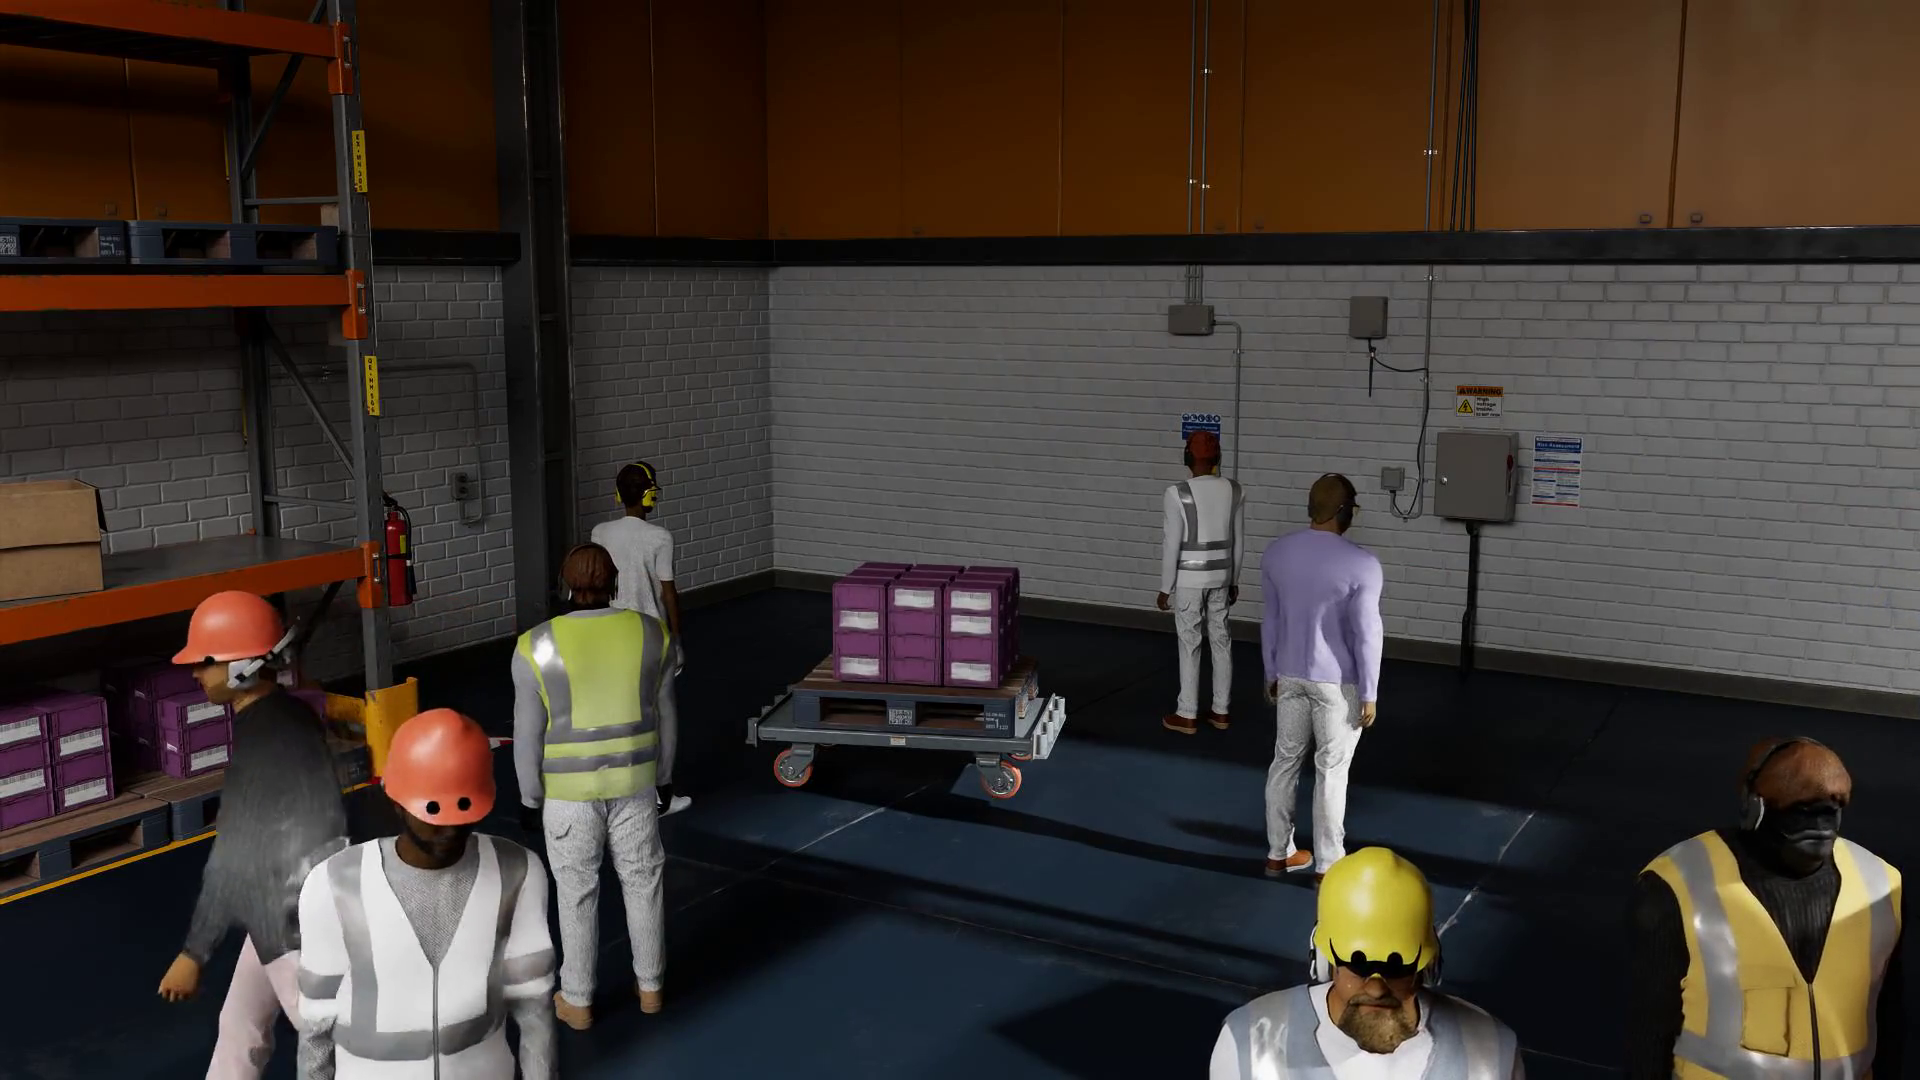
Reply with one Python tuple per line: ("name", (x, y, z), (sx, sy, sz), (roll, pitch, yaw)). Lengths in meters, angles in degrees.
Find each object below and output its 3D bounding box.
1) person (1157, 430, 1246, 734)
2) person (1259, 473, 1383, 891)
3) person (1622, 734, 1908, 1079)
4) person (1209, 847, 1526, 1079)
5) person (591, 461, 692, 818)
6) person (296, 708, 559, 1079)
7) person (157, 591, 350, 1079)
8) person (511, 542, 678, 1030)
("person", (1.489, 0.260, 10.294), (0.572, 1.883, 0.356), (-4, 10, -24))
("person", (1.658, 0.652, 7.693), (0.641, 1.935, 0.355), (9, 13, 44))
("person", (1.819, 1.330, 3.789), (0.622, 1.835, 0.430), (0, 9, -1))
("person", (0.738, 1.442, 3.066), (0.603, 1.830, 0.404), (0, 9, 3))
("person", (-1.677, 0.520, 8.708), (0.538, 1.869, 0.312), (3, 10, 19))
("person", (-1.150, 1.310, 3.684), (0.570, 1.895, 0.853), (-5, 10, -28))
("person", (-2.053, 1.106, 4.796), (0.973, 1.941, 0.609), (-3, 9, -15))
("person", (-1.374, 0.922, 6.289), (0.624, 1.845, 0.430), (-4, 10, -26))
